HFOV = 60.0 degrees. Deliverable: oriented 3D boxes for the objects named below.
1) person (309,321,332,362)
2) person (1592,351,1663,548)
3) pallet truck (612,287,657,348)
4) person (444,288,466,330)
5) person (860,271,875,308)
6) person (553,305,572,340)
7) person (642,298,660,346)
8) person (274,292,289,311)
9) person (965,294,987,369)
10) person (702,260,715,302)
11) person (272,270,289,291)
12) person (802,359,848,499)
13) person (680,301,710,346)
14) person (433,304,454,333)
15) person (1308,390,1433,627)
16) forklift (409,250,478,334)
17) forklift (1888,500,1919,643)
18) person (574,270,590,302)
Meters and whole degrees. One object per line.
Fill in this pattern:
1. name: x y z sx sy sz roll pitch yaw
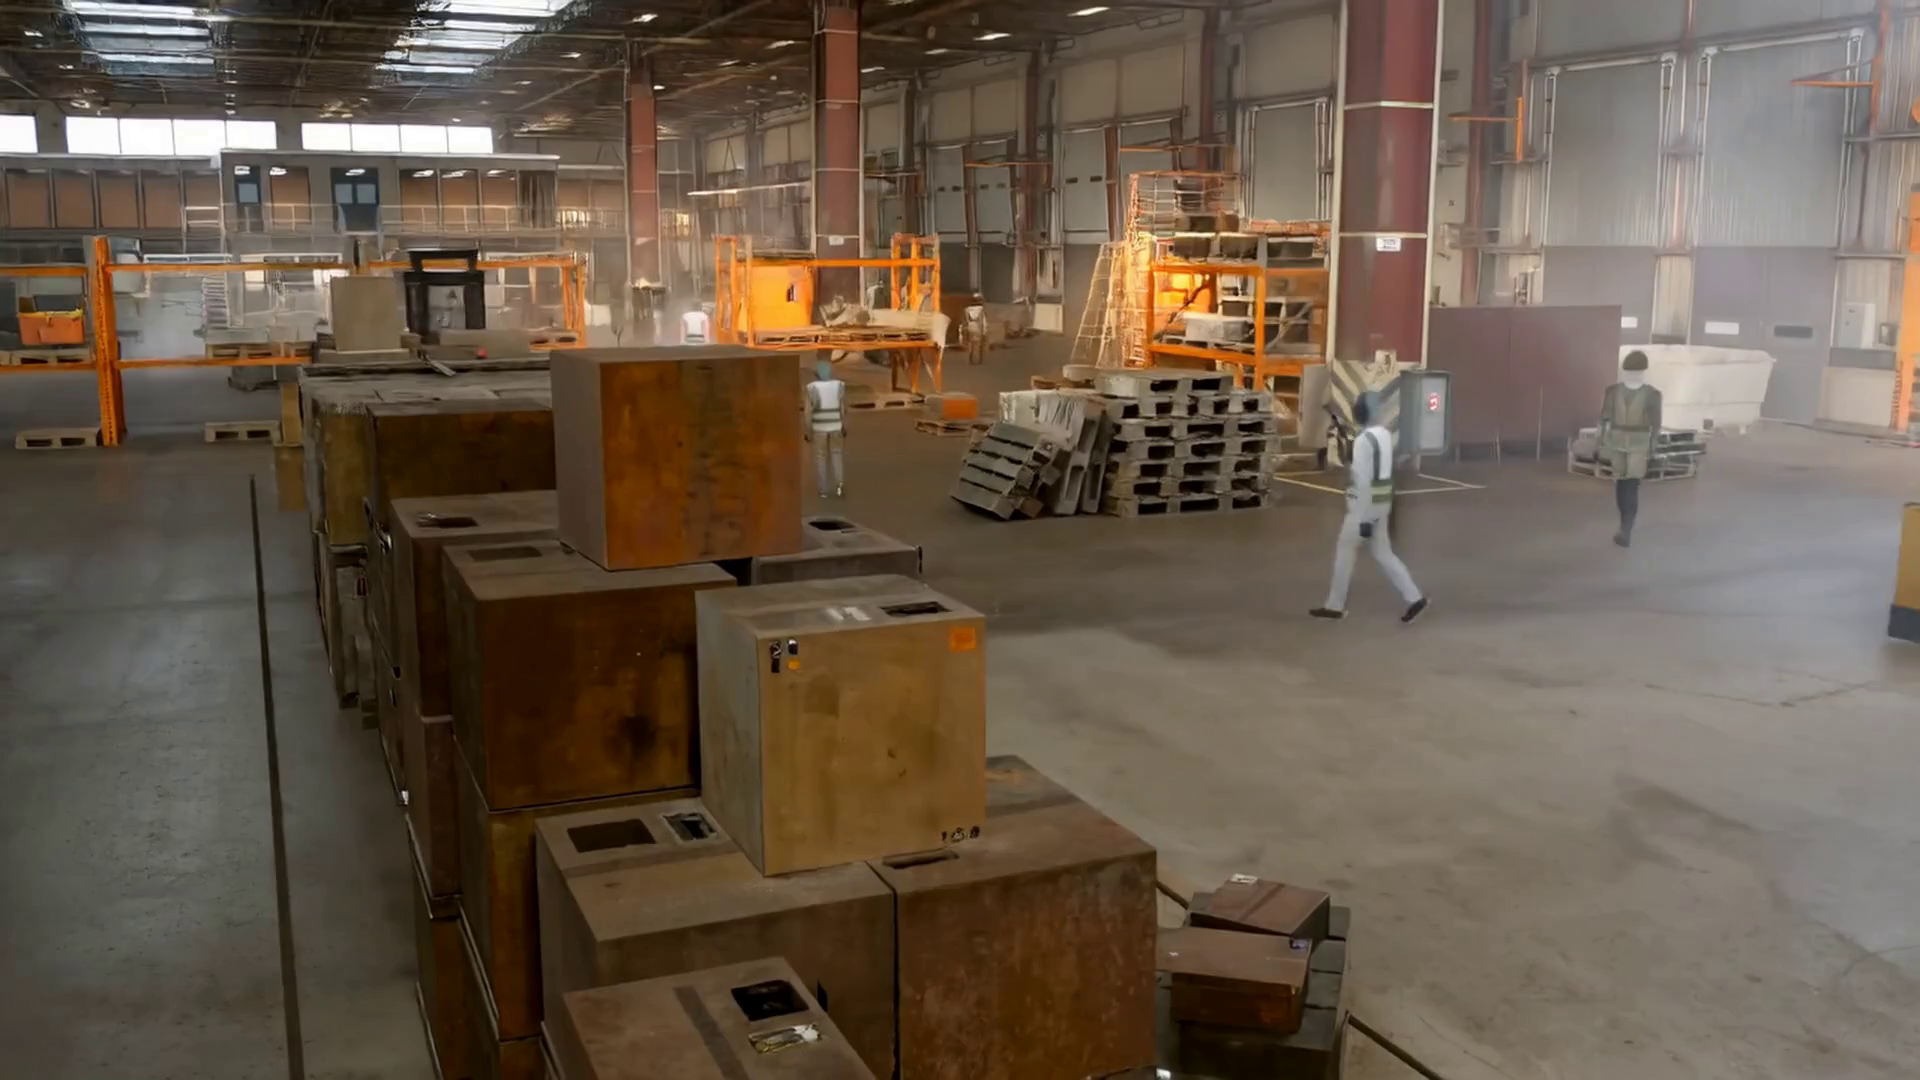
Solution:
1. person: -8.340 -1.927 21.938 0.639 1.920 0.442 6 12 29
2. person: 6.469 -0.877 16.209 0.558 1.904 0.892 8 13 39
3. pallet truck: -6.464 -4.406 35.401 0.823 1.965 1.885 6 12 32
4. person: -11.065 -4.566 36.488 0.647 1.920 0.450 2 11 13
5. person: -3.124 -7.940 55.109 0.616 1.914 0.953 1 10 7
6. person: -7.161 -3.276 29.662 0.774 1.816 0.520 2 10 11
7. person: -6.921 -4.596 37.327 0.397 1.683 0.540 4 11 22
8. person: -14.486 -4.380 35.660 0.329 1.861 0.504 1 10 5
9. person: 0.373 -4.847 38.640 0.534 1.706 0.726 3 11 16
10. person: -11.750 -12.101 77.878 0.617 1.979 0.542 -7 13 -35
11. person: -22.960 -8.157 56.276 0.546 1.930 0.392 -10 14 -43
12. person: -1.541 -1.270 19.109 0.542 1.624 0.374 -4 11 -20
13. person: -5.174 -3.769 32.475 0.628 1.800 0.961 2 10 9
14. person: -8.929 -3.140 28.768 1.005 1.882 0.586 -4 11 -22
15. person: 3.214 -0.235 12.860 0.935 1.854 0.581 8 13 37
16. forklift: -7.448 -2.817 24.212 1.129 2.768 1.873 -3 11 -16
17. forklift: 7.917 -0.604 12.013 1.873 2.768 1.129 -4 11 -23
18. person: -13.868 -8.971 61.002 0.624 1.841 0.430 2 10 11
